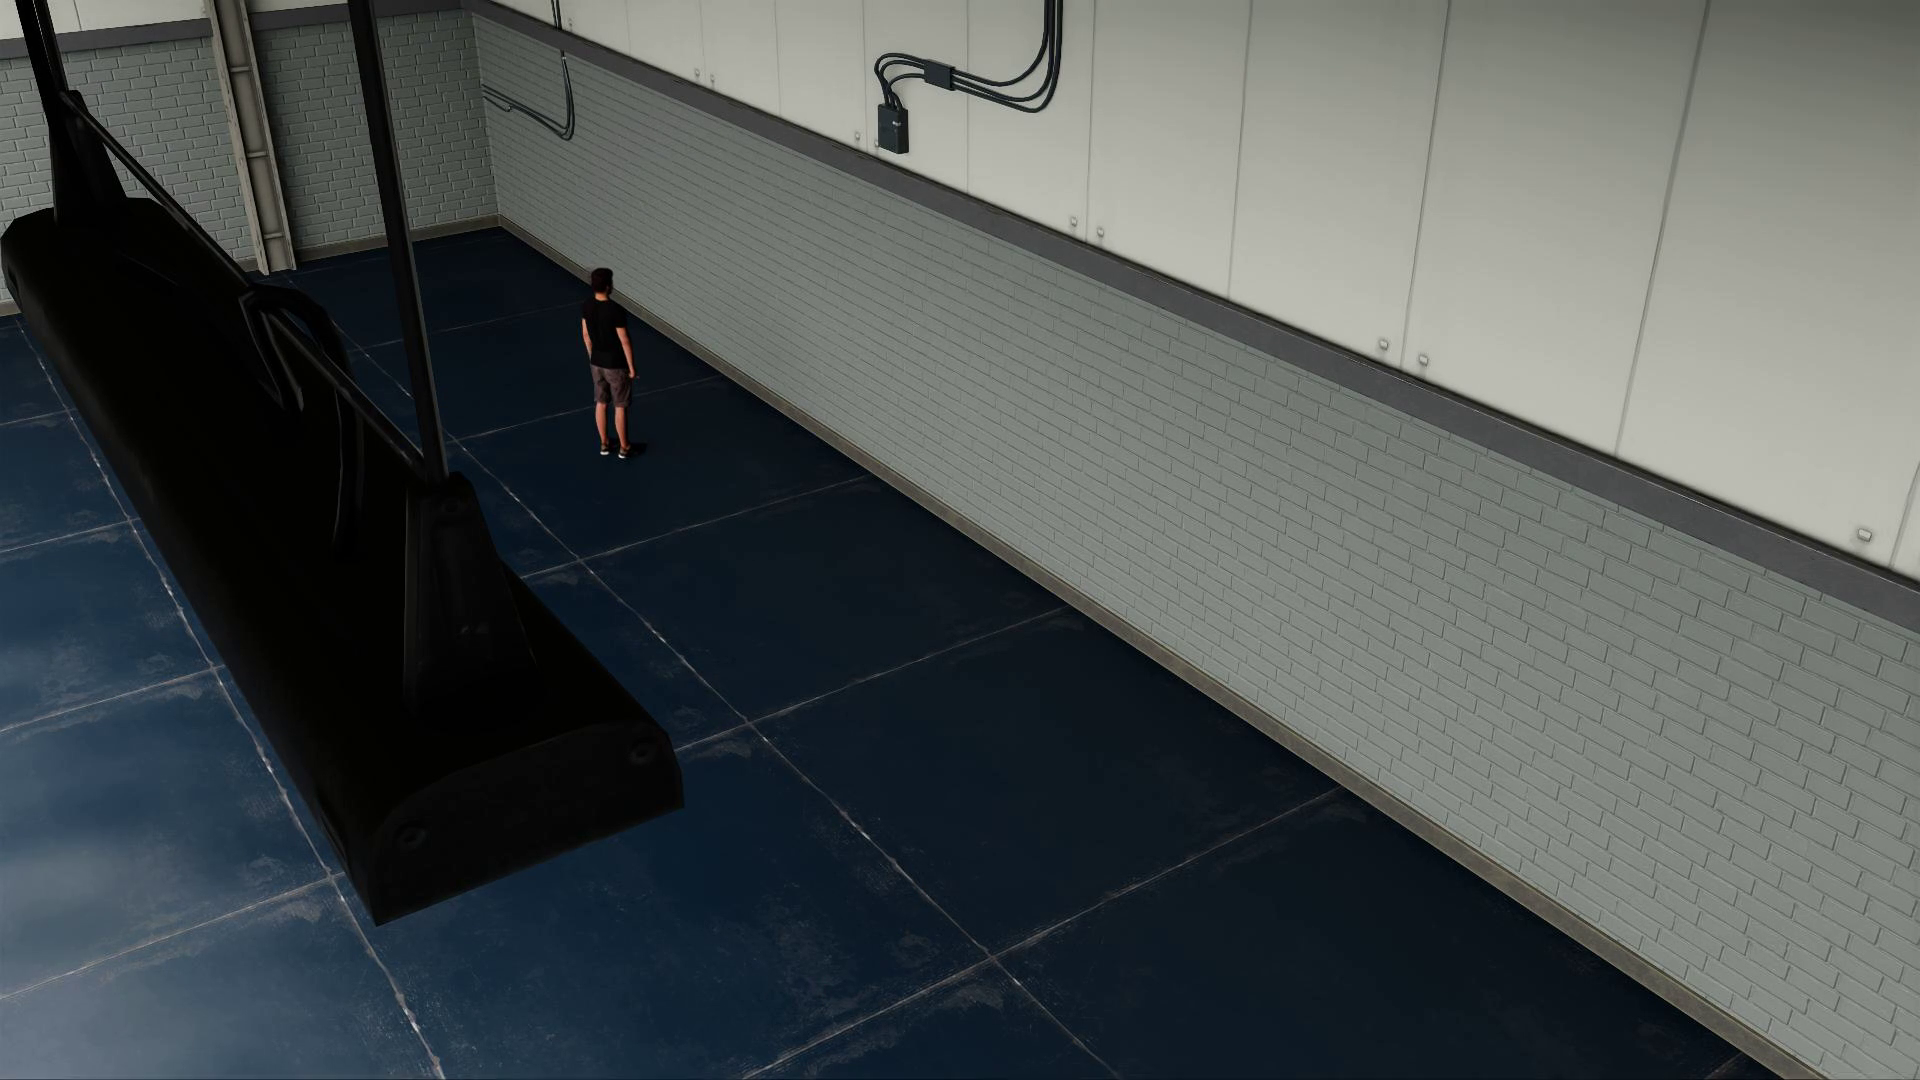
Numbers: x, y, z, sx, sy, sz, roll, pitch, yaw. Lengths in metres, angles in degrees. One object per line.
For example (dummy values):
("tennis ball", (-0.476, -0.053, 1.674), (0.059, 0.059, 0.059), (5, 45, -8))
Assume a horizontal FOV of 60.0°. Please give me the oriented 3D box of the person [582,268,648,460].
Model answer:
("person", (-3.322, -1.676, 15.706), (0.769, 1.861, 0.751), (13, 31, 23))
